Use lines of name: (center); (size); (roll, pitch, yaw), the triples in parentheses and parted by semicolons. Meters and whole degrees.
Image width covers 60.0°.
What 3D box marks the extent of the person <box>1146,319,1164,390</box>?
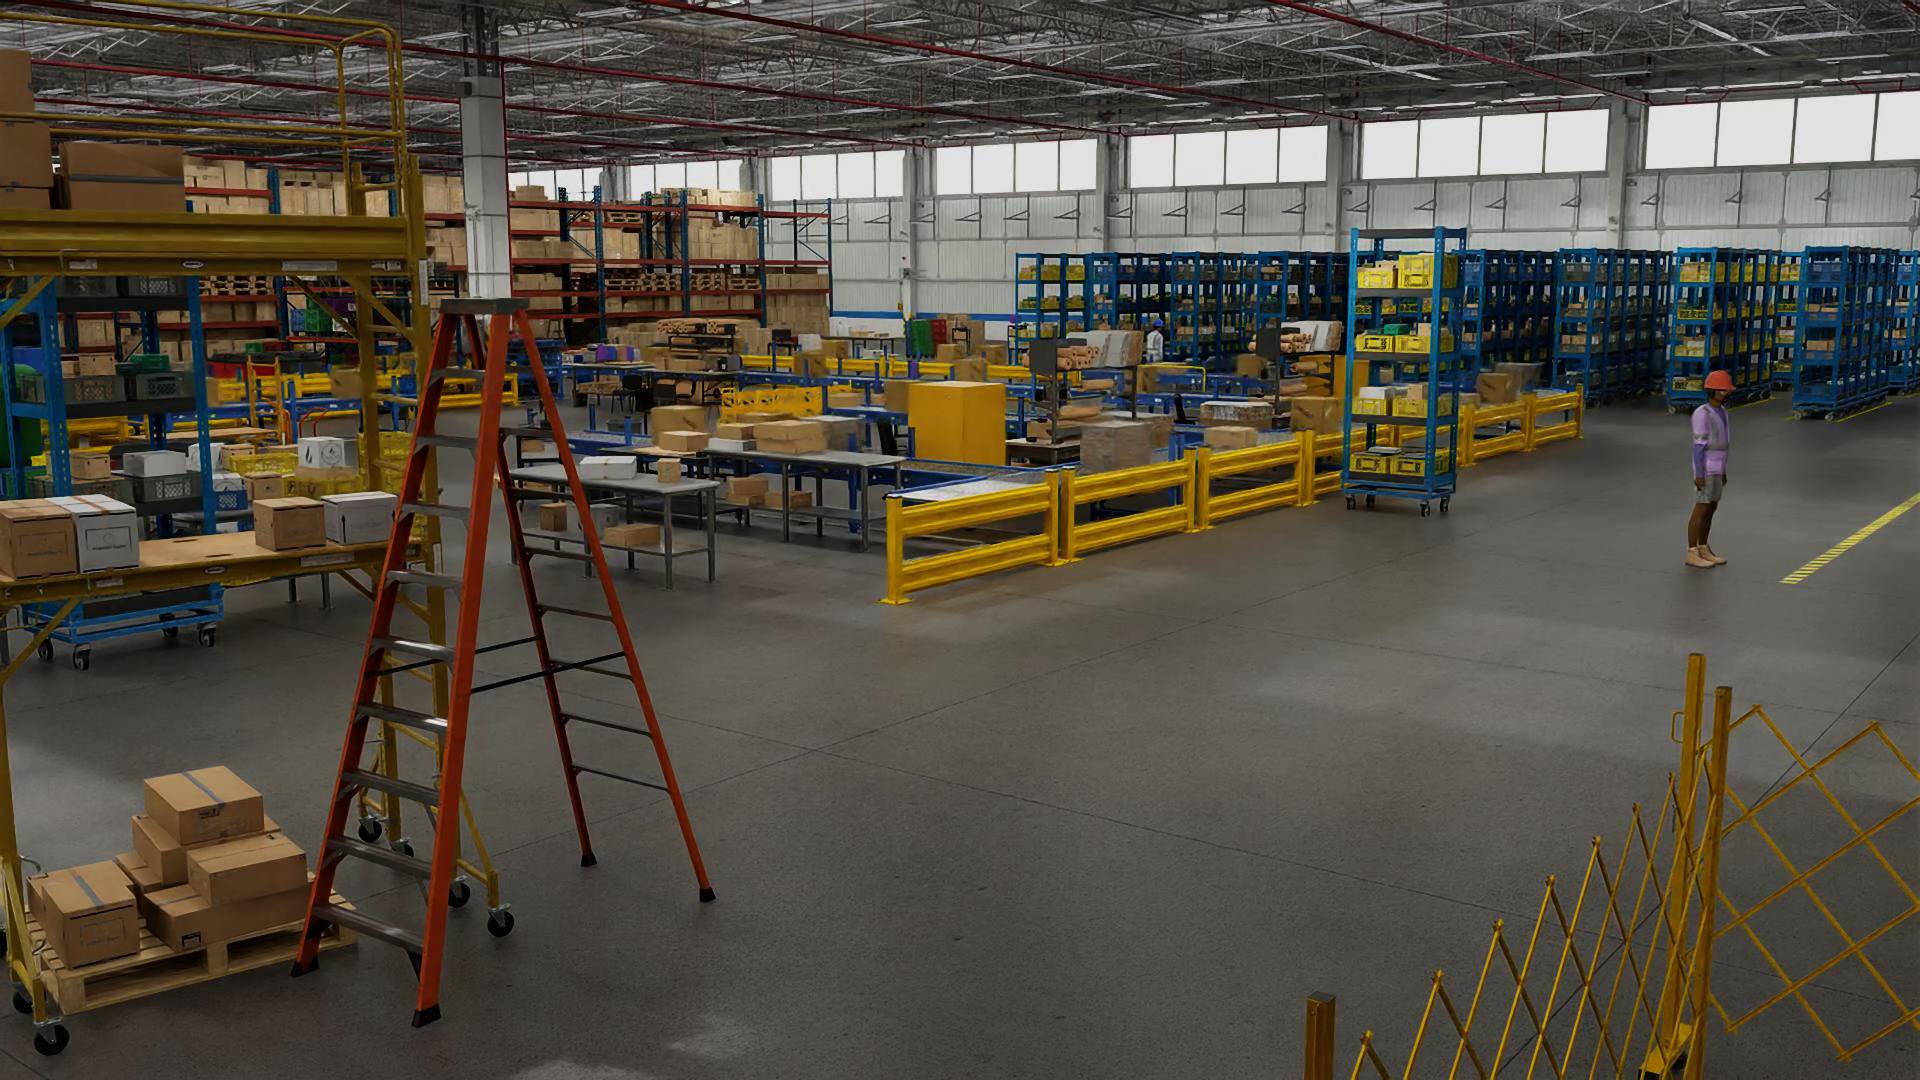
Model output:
person: (4.786, -4.427, 40.611); (0.431, 1.935, 0.622); (-4, 10, -24)

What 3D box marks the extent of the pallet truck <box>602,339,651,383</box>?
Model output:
pallet truck: (-8.991, -4.871, 45.351); (0.653, 1.274, 1.630); (7, 11, 37)

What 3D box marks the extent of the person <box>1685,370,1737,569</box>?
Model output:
person: (7.770, -0.727, 17.170); (0.614, 2.042, 0.373); (-9, 13, -43)

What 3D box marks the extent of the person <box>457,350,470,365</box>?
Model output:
person: (-15.468, -6.170, 52.293); (0.536, 1.670, 0.719); (6, 11, 33)

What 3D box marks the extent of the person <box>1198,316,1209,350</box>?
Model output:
person: (7.478, -6.061, 51.156); (0.425, 1.816, 0.627); (6, 11, 31)

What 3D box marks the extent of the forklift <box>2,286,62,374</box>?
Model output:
forklift: (-24.874, -5.485, 44.263); (1.873, 2.768, 1.129); (7, 11, 37)

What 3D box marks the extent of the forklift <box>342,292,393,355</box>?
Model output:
forklift: (-16.485, -5.622, 45.120); (1.129, 2.768, 1.873); (7, 11, 37)

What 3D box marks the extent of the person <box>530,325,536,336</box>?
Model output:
person: (-11.214, -4.718, 43.128); (0.893, 1.707, 0.570); (3, 9, 16)

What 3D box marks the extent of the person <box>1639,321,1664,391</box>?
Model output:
person: (17.851, -4.724, 42.836); (0.568, 1.820, 0.469); (-9, 13, -44)

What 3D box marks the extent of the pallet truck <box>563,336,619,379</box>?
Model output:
pallet truck: (-10.690, -5.294, 48.215); (1.601, 1.201, 0.680); (-5, 10, -26)

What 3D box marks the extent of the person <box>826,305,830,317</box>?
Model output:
person: (-5.554, -8.972, 69.659); (0.918, 1.716, 0.550); (8, 12, 39)
